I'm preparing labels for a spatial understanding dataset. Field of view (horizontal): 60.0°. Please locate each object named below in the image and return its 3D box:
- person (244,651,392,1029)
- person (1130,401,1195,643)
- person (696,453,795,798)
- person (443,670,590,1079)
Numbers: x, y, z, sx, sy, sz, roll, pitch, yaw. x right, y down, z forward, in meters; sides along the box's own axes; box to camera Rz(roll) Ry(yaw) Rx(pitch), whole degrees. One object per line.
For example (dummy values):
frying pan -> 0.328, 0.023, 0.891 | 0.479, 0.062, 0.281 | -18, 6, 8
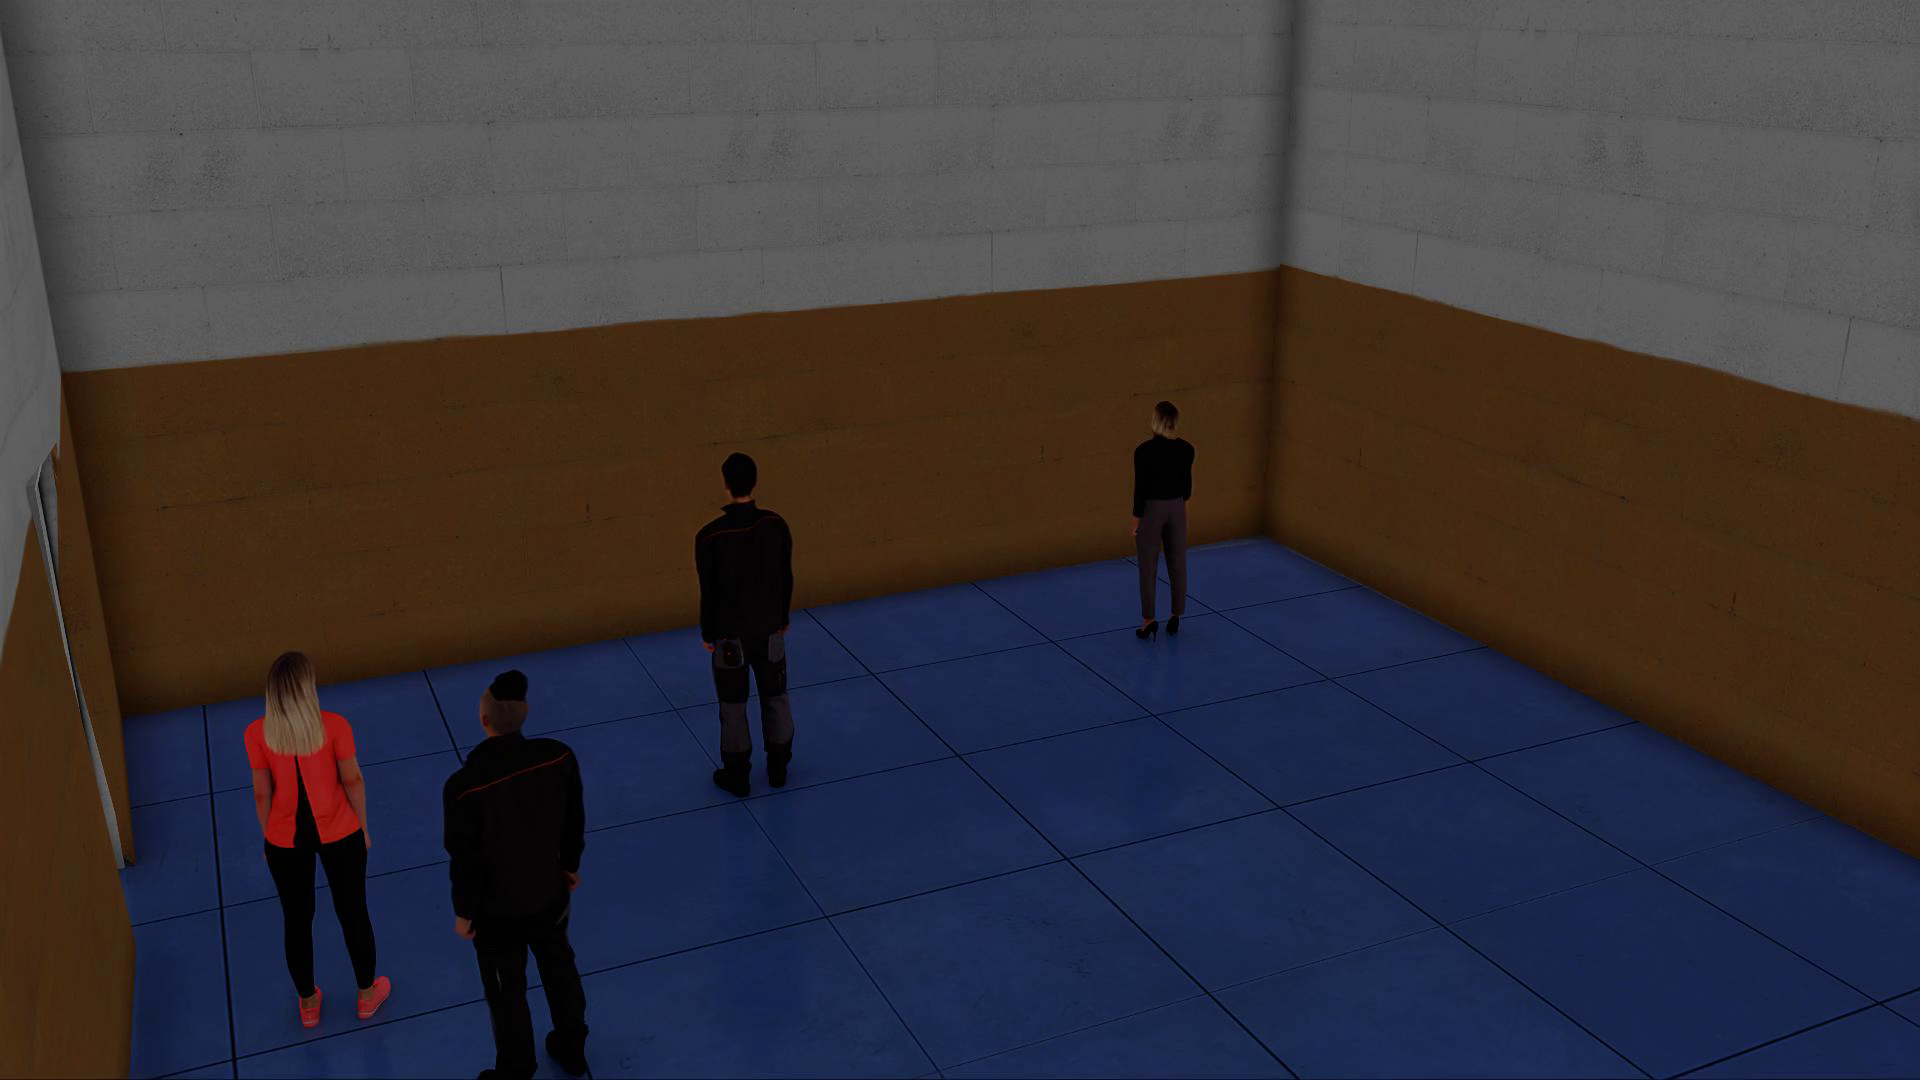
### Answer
person -> -2.759, 1.273, 7.097 | 0.544, 1.693, 0.700 | -4, 19, -11
person -> 1.370, -0.124, 11.274 | 0.494, 1.672, 0.672 | -6, 20, -18
person -> -1.165, 0.458, 9.117 | 0.535, 1.946, 0.765 | -10, 21, -27
person -> -1.737, 1.353, 6.560 | 0.905, 1.861, 0.720 | 16, 25, 40
